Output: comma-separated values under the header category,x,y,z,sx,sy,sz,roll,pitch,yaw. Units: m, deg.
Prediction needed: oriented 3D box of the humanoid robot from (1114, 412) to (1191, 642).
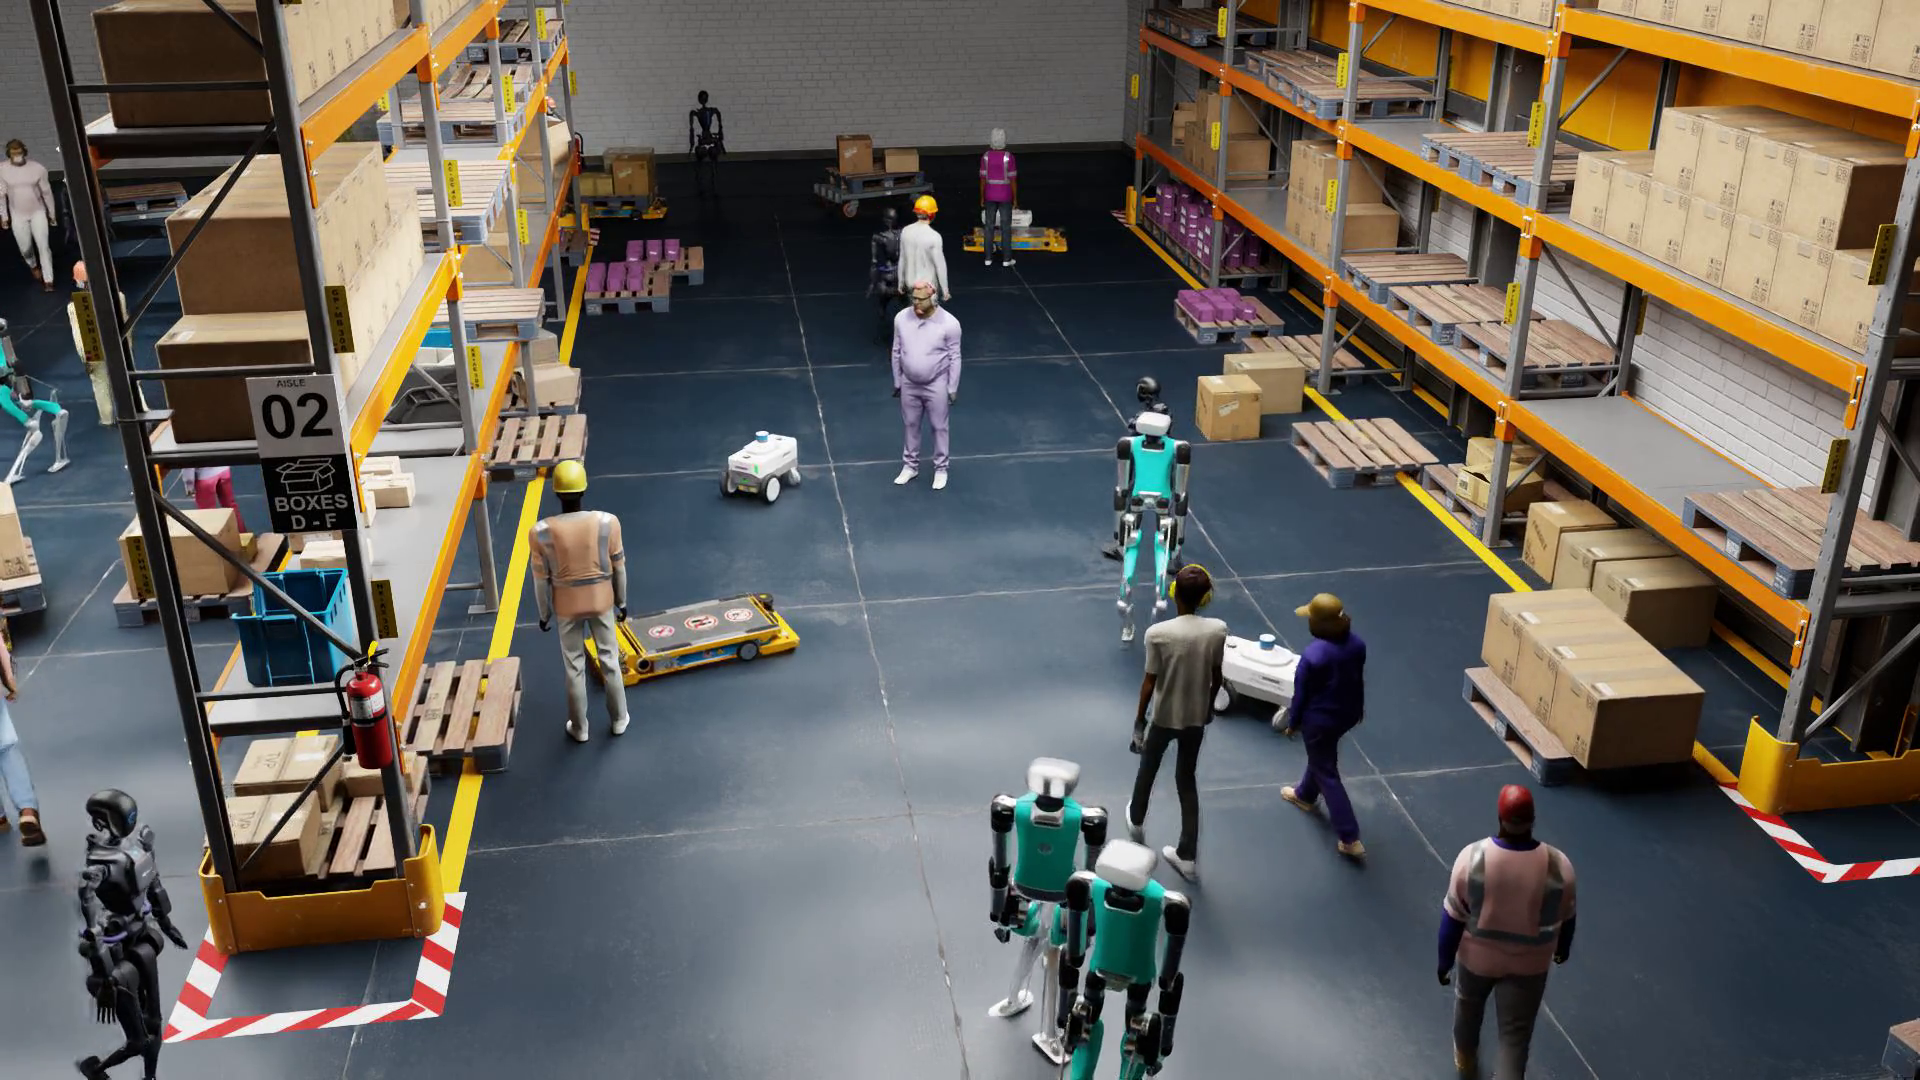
category,x,y,z,sx,sy,sz,roll,pitch,yaw
humanoid robot,1.310,0.029,11.774,0.539,1.760,0.789,6,24,13

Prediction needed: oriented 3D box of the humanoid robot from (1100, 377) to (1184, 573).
category,x,y,z,sx,sy,sz,roll,pitch,yaw
humanoid robot,1.499,-0.521,13.182,0.831,1.619,0.600,22,32,40

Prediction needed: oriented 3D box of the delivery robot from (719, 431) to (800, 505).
category,x,y,z,sx,sy,sz,roll,pitch,yaw
delivery robot,-1.765,-0.652,14.831,0.518,0.613,0.785,11,26,24

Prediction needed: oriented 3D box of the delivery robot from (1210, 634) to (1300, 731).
category,x,y,z,sx,sy,sz,roll,pitch,yaw
delivery robot,2.025,0.921,11.242,0.781,0.610,0.499,16,28,33

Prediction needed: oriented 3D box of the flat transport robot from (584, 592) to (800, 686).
category,x,y,z,sx,sy,sz,roll,pitch,yaw
flat transport robot,-1.945,0.714,12.051,1.431,0.231,0.659,-11,26,-24

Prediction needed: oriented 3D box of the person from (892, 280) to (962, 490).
category,x,y,z,sx,sy,sz,roll,pitch,yaw
person,-0.316,-1.380,14.787,0.641,1.908,0.402,9,25,19

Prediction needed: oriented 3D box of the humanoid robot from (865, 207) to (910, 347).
category,x,y,z,sx,sy,sz,roll,pitch,yaw
humanoid robot,-0.736,-2.898,18.589,0.601,1.638,0.766,-15,28,-30

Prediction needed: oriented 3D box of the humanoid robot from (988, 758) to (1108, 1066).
category,x,y,z,sx,sy,sz,roll,pitch,yaw
humanoid robot,0.422,1.695,7.991,0.599,1.775,0.872,4,24,10

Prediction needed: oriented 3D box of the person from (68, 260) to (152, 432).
category,x,y,z,sx,sy,sz,roll,pitch,yaw
person,-8.246,-1.849,16.077,0.775,1.727,0.566,20,31,38

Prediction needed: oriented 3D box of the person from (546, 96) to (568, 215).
category,x,y,z,sx,sy,sz,roll,pitch,yaw
person,-6.127,-5.756,24.946,0.563,1.748,0.336,4,24,10

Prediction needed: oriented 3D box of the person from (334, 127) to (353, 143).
category,x,y,z,sx,sy,sz,roll,pitch,yaw
person,-9.763,-6.292,26.366,0.842,1.589,0.519,-16,28,-32

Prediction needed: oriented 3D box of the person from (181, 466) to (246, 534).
category,x,y,z,sx,sy,sz,roll,pitch,yaw
person,-5.950,-0.512,13.158,0.280,1.628,0.501,7,25,16

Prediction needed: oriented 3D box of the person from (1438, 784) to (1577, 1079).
category,x,y,z,sx,sy,sz,roll,pitch,yaw
person,2.470,1.900,7.554,0.583,1.723,0.873,8,25,17

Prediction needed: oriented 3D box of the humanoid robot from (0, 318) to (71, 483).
category,x,y,z,sx,sy,sz,roll,pitch,yaw
humanoid robot,-8.475,-1.397,15.046,0.563,1.763,0.916,8,25,17

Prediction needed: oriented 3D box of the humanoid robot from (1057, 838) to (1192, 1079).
category,x,y,z,sx,sy,sz,roll,pitch,yaw
humanoid robot,0.591,2.179,6.914,0.530,1.809,0.788,9,25,19

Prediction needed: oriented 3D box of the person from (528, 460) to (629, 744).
category,x,y,z,sx,sy,sz,roll,pitch,yaw
person,-2.430,0.404,10.697,0.585,1.928,0.373,-7,25,-16

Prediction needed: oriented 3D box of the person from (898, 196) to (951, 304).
category,x,y,z,sx,sy,sz,roll,pitch,yaw
person,-0.384,-2.803,18.054,0.605,1.879,0.444,16,28,33

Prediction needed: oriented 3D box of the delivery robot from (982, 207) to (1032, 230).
category,x,y,z,sx,sy,sz,roll,pitch,yaw
delivery robot,0.655,-4.488,23.537,0.735,0.587,0.524,1,24,3

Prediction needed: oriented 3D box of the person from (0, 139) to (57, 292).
category,x,y,z,sx,sy,sz,roll,pitch,yaw
person,-11.782,-4.130,21.036,0.652,1.919,0.710,-12,26,-25

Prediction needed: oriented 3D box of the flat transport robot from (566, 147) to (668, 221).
category,x,y,z,sx,sy,sz,roll,pitch,yaw
flat transport robot,-5.155,-4.990,25.047,1.431,0.231,0.659,-1,24,-2

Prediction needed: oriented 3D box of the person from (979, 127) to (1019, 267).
category,x,y,z,sx,sy,sz,roll,pitch,yaw
person,0.517,-4.549,22.080,0.523,1.844,0.335,6,24,13

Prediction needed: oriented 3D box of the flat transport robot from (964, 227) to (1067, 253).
category,x,y,z,sx,sy,sz,roll,pitch,yaw
flat transport robot,0.773,-4.188,23.219,1.431,0.231,0.659,1,24,2

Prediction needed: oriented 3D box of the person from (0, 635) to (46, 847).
category,x,y,z,sx,sy,sz,roll,pitch,yaw
person,-5.709,0.922,9.506,0.646,1.943,0.797,-19,30,-37

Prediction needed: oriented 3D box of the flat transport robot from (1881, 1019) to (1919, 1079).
category,x,y,z,sx,sy,sz,roll,pitch,yaw
flat transport robot,5.069,2.711,7.502,0.659,0.231,1.431,-8,25,-17

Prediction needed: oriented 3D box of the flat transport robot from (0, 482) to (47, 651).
category,x,y,z,sx,sy,sz,roll,pitch,yaw
flat transport robot,-7.497,0.559,12.404,0.659,0.231,1.431,-14,27,-28

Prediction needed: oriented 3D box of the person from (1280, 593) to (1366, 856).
category,x,y,z,sx,sy,sz,roll,pitch,yaw
person,2.169,1.045,9.669,0.517,1.578,0.802,-14,27,-29

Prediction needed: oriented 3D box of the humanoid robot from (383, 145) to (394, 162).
category,x,y,z,sx,sy,sz,roll,pitch,yaw
humanoid robot,-7.597,-4.653,22.598,0.590,1.641,0.790,2,24,5

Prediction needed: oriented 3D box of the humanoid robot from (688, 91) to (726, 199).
category,x,y,z,sx,sy,sz,roll,pitch,yaw
humanoid robot,-3.986,-6.212,26.079,0.610,1.644,0.551,-13,27,-28

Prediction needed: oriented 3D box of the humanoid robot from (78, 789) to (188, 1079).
category,x,y,z,sx,sy,sz,roll,pitch,yaw
humanoid robot,-3.880,1.882,7.651,0.428,1.645,0.586,2,24,5

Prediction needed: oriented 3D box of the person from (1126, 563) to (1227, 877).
category,x,y,z,sx,sy,sz,roll,pitch,yaw
person,1.197,0.985,9.506,0.571,1.823,0.824,-6,24,-13

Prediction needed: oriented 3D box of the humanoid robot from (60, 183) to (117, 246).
category,x,y,z,sx,sy,sz,roll,pitch,yaw
humanoid robot,-10.902,-3.892,20.791,0.589,1.657,0.397,-19,30,-36
